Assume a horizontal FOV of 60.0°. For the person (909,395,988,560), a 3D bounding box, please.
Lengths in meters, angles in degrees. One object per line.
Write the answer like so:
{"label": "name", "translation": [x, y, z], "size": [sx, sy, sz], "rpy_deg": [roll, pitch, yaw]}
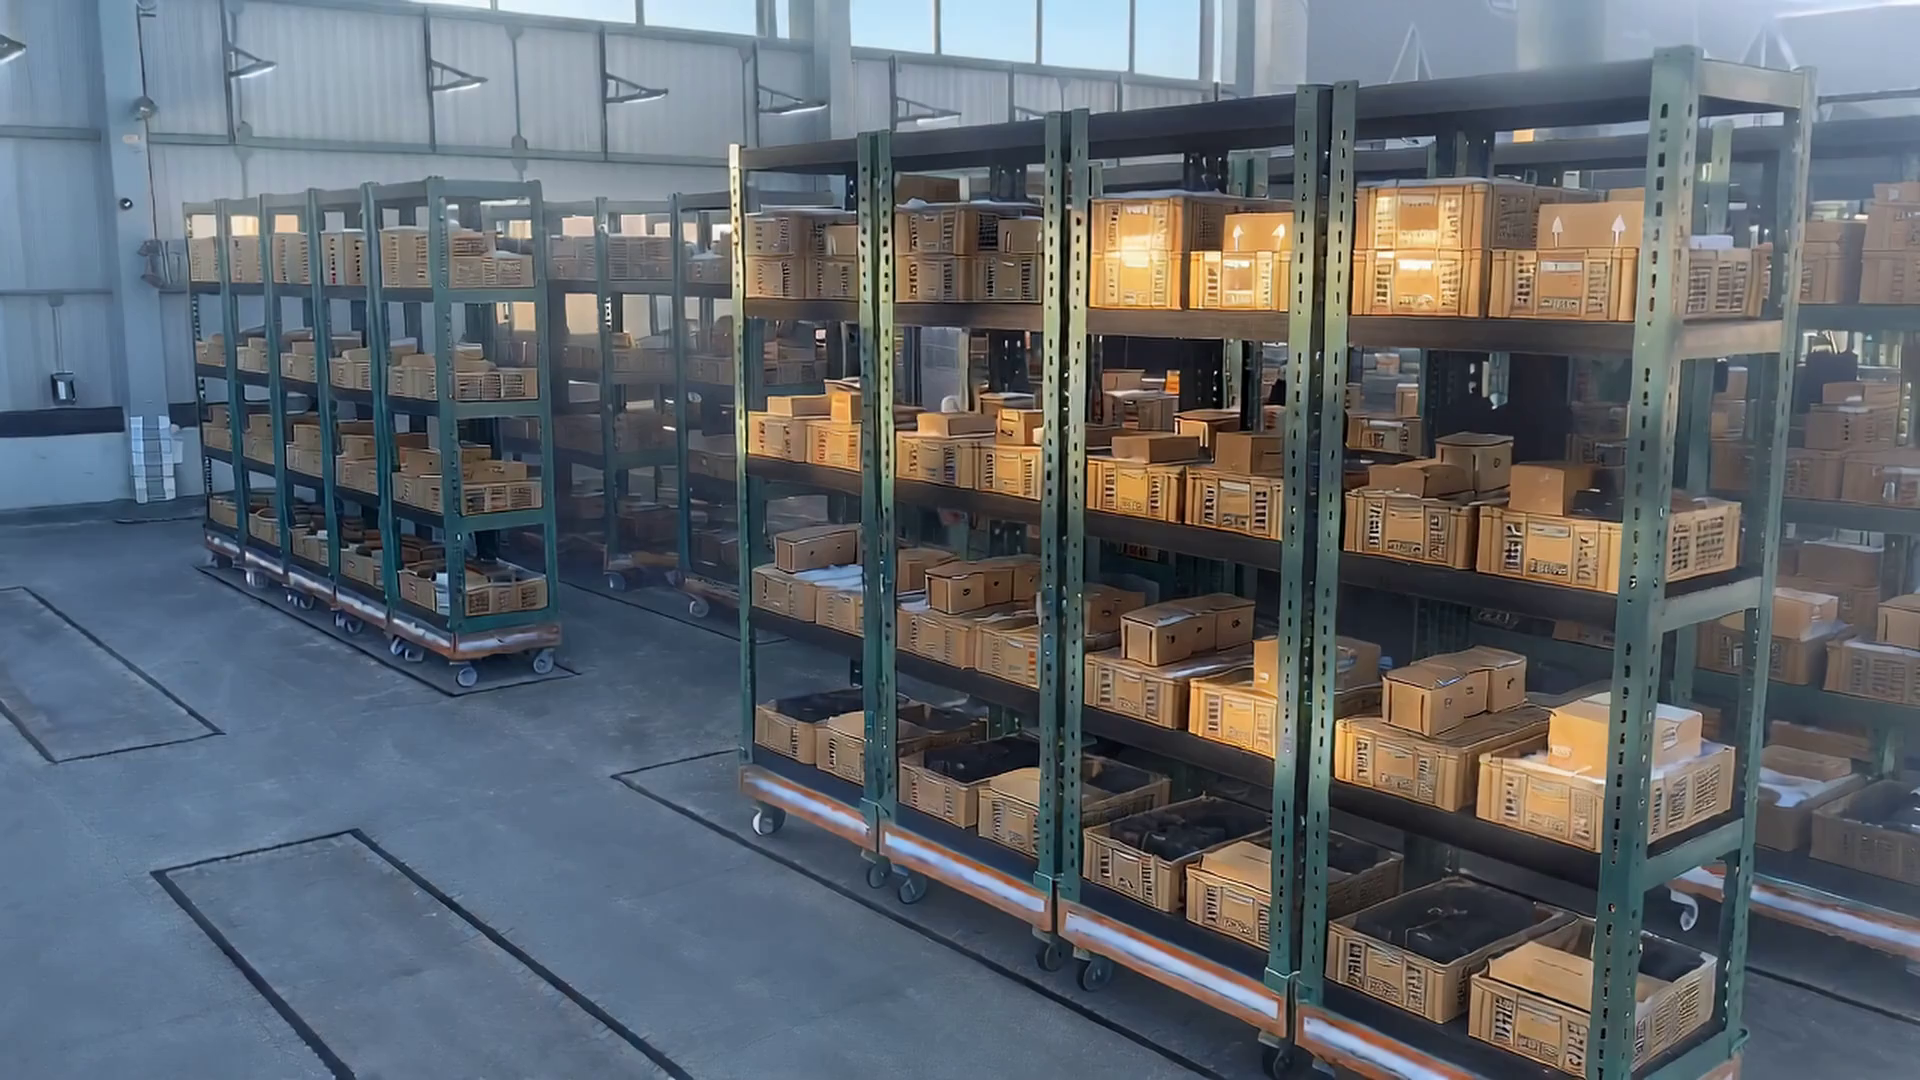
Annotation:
{"label": "person", "translation": [-0.072, -0.160, 13.232], "size": [1.061, 1.982, 0.632], "rpy_deg": [-8, 12, -38]}
